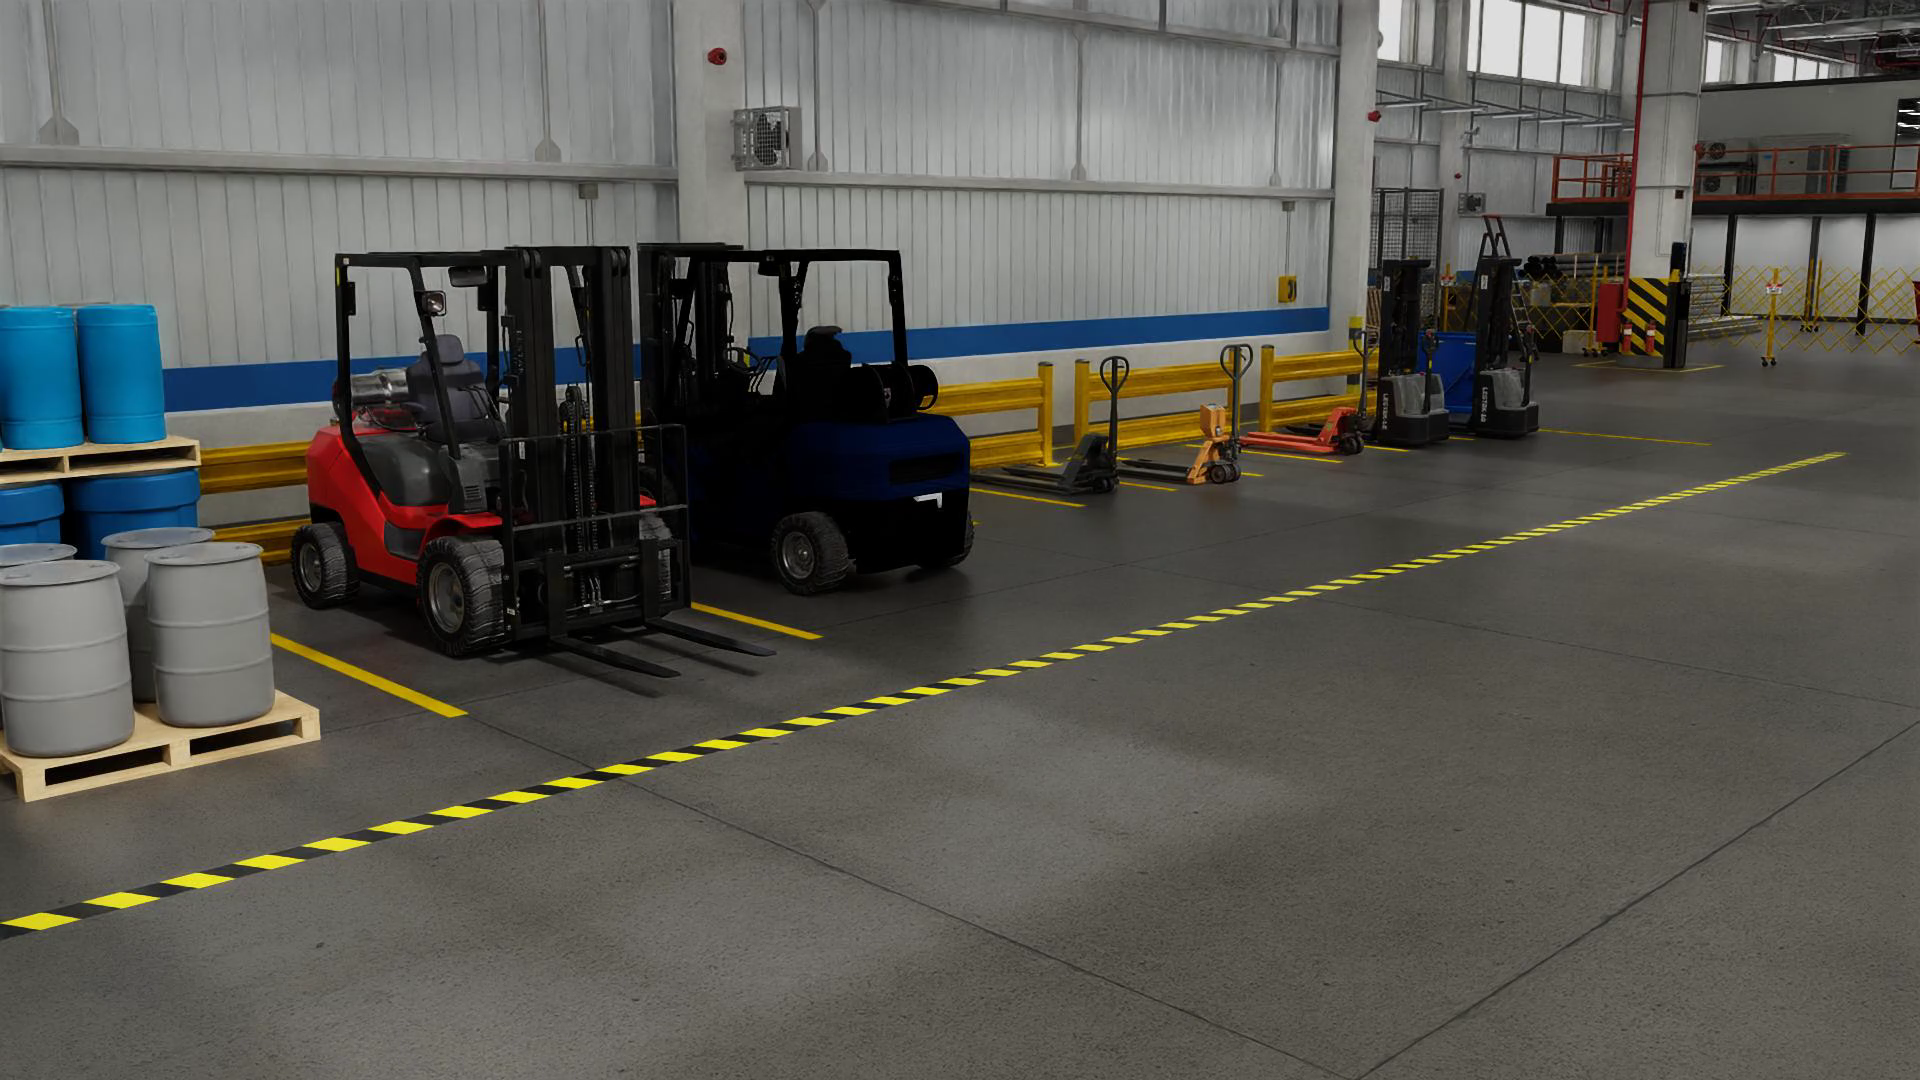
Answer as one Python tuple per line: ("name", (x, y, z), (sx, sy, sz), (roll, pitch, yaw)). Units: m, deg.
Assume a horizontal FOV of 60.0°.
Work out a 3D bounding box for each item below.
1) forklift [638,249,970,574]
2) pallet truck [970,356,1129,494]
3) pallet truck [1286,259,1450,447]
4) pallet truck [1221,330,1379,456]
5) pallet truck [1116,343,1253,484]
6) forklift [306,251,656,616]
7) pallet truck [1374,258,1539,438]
("forklift", (-1.173, -0.958, 11.239), (2.680, 1.987, 1.157), (10, 14, 43))
("pallet truck", (0.784, -1.085, 14.876), (0.680, 1.201, 1.601), (-10, 14, -44))
("pallet truck", (4.493, -2.078, 18.196), (0.823, 1.965, 1.885), (-9, 14, -40))
("pallet truck", (3.563, -1.581, 17.381), (0.653, 1.274, 1.630), (-10, 14, -44))
("pallet truck", (1.962, -1.215, 15.415), (1.522, 1.261, 0.704), (10, 14, 43))
("forklift", (-2.833, -0.669, 9.694), (1.157, 1.987, 2.680), (-10, 14, -44))
("pallet truck", (5.704, -2.208, 18.901), (1.885, 1.965, 0.823), (10, 14, 43))
